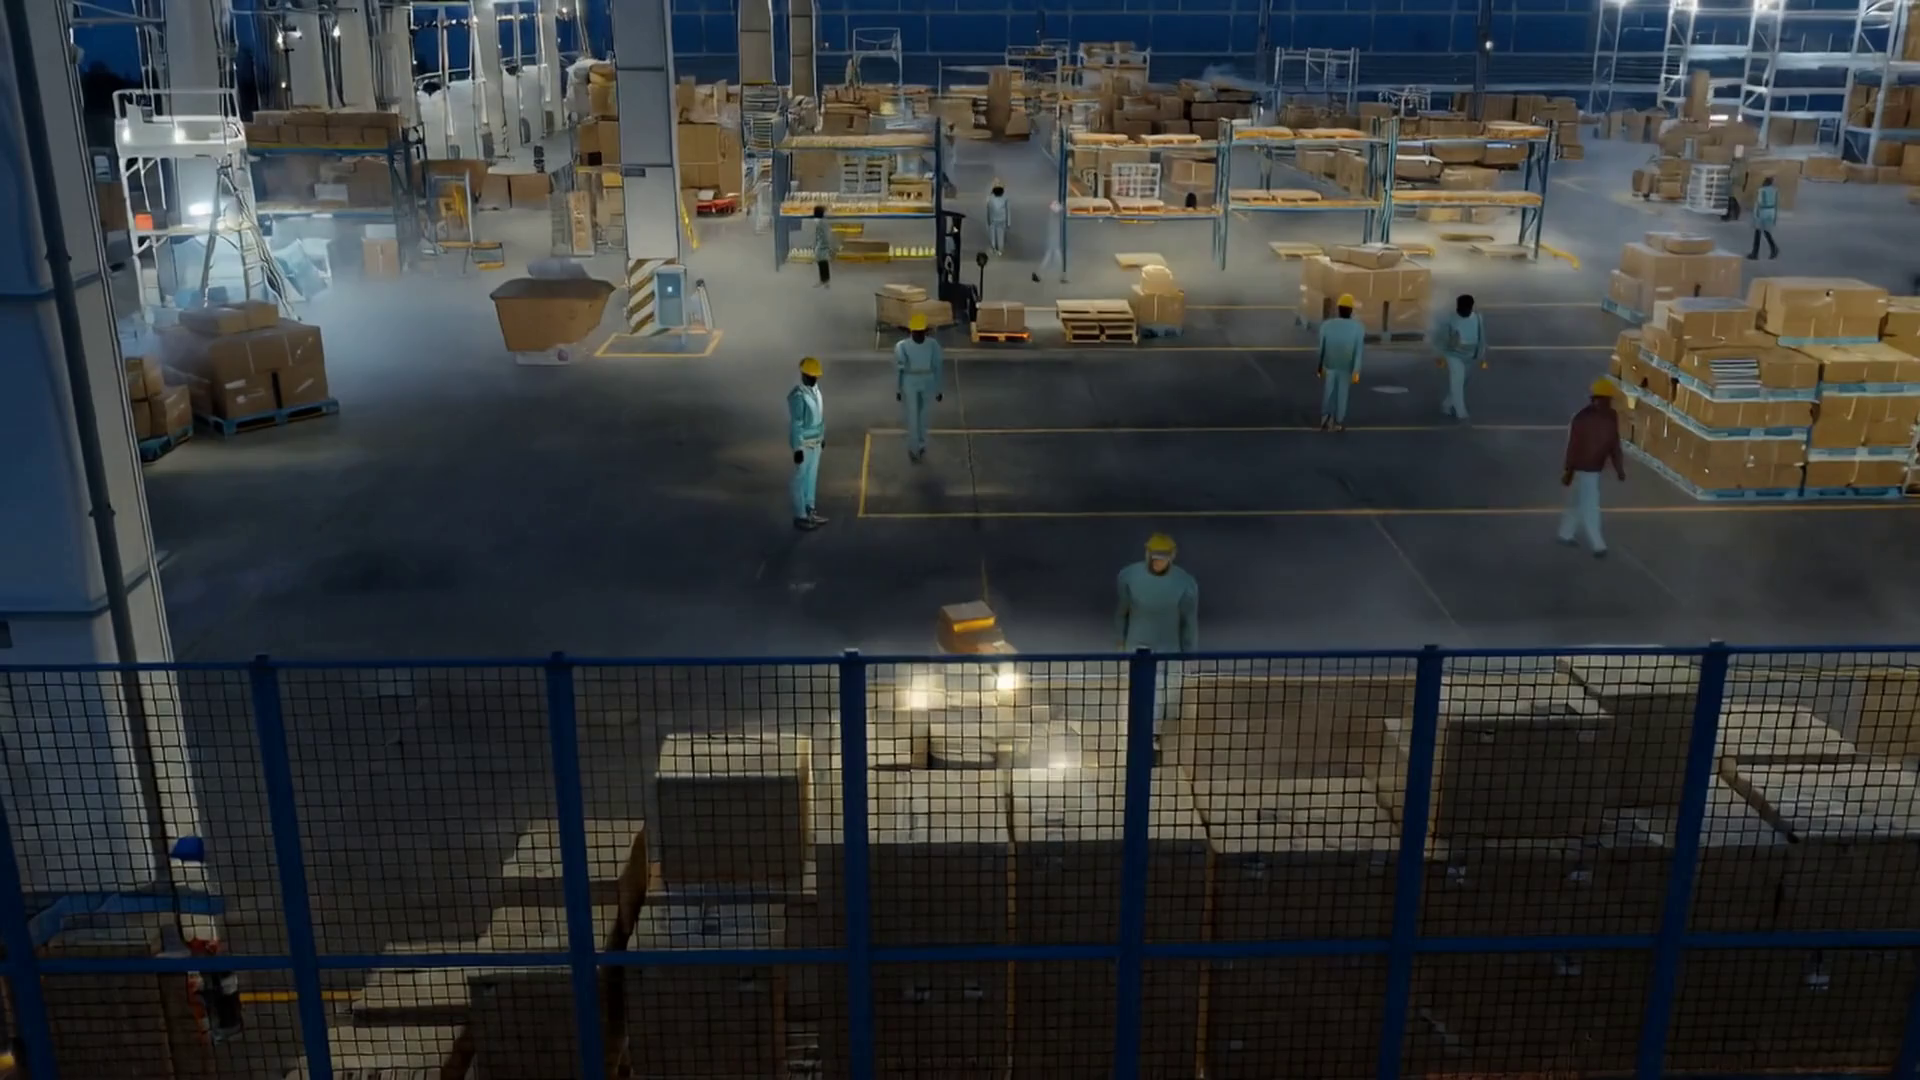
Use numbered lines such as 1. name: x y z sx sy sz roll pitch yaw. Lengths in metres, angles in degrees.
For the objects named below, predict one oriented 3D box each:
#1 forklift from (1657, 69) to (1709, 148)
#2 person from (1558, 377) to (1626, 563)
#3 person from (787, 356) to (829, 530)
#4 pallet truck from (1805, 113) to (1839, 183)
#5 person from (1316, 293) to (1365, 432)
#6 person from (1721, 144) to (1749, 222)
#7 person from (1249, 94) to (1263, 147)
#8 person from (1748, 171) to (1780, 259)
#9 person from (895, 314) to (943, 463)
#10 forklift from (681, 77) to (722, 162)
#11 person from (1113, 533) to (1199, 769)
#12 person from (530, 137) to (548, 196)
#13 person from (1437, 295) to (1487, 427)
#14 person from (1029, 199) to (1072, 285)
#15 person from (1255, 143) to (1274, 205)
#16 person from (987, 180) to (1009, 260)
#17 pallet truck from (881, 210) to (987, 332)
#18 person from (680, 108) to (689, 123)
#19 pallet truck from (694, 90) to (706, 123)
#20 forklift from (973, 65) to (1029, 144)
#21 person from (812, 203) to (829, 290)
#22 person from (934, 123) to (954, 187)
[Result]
1. forklift: 26.236 -15.387 59.519 1.873 2.768 1.129 -1 19 -1
2. person: 6.755 -0.742 17.505 0.616 1.955 0.955 -13 23 -34
3. person: -1.692 -1.098 18.569 0.402 1.944 0.605 8 20 22
4. pallet truck: 26.403 -11.957 50.702 0.823 1.965 1.885 6 19 16
5. person: 5.101 -2.367 22.384 0.616 1.908 0.536 5 19 15
6. person: 19.589 -8.979 41.946 0.633 1.946 0.645 -9 21 -25
7. person: 10.922 -15.429 61.141 0.391 1.915 0.592 -6 20 -18
8. person: 17.677 -7.089 36.416 0.552 1.909 0.721 -3 19 -10
9. person: -0.513 -1.932 21.153 0.596 1.877 0.960 -4 19 -10
10. forklift: -8.926 -13.867 55.007 1.873 2.768 1.129 -1 19 -1
11. person: 1.486 0.879 12.723 0.662 1.927 0.571 3 19 9
12. person: -11.931 -10.579 47.166 0.514 1.641 0.309 8 20 22
13. person: 6.945 -2.486 22.941 0.624 1.779 0.995 -6 20 -18
14. person: 1.816 -6.002 33.459 0.867 1.733 0.533 3 19 8
15. person: 8.304 -10.082 45.381 0.540 1.844 0.359 8 20 21
16. person: 0.838 -7.059 36.575 0.491 1.724 0.474 0 19 -1
17. pallet truck: -0.493 -4.759 29.349 1.885 1.965 0.823 -13 23 -34
18. person: -9.039 -13.262 54.759 0.339 1.881 0.576 1 19 4
19. pallet truck: -9.671 -15.907 62.421 0.823 1.965 1.885 5 19 15
20. forklift: 1.583 -16.372 62.441 1.873 2.768 1.129 -10 21 -26
21. person: -2.760 -5.824 32.973 0.318 1.696 0.533 4 19 13
22. person: -0.435 -11.174 48.507 0.704 1.919 0.637 12 22 31
